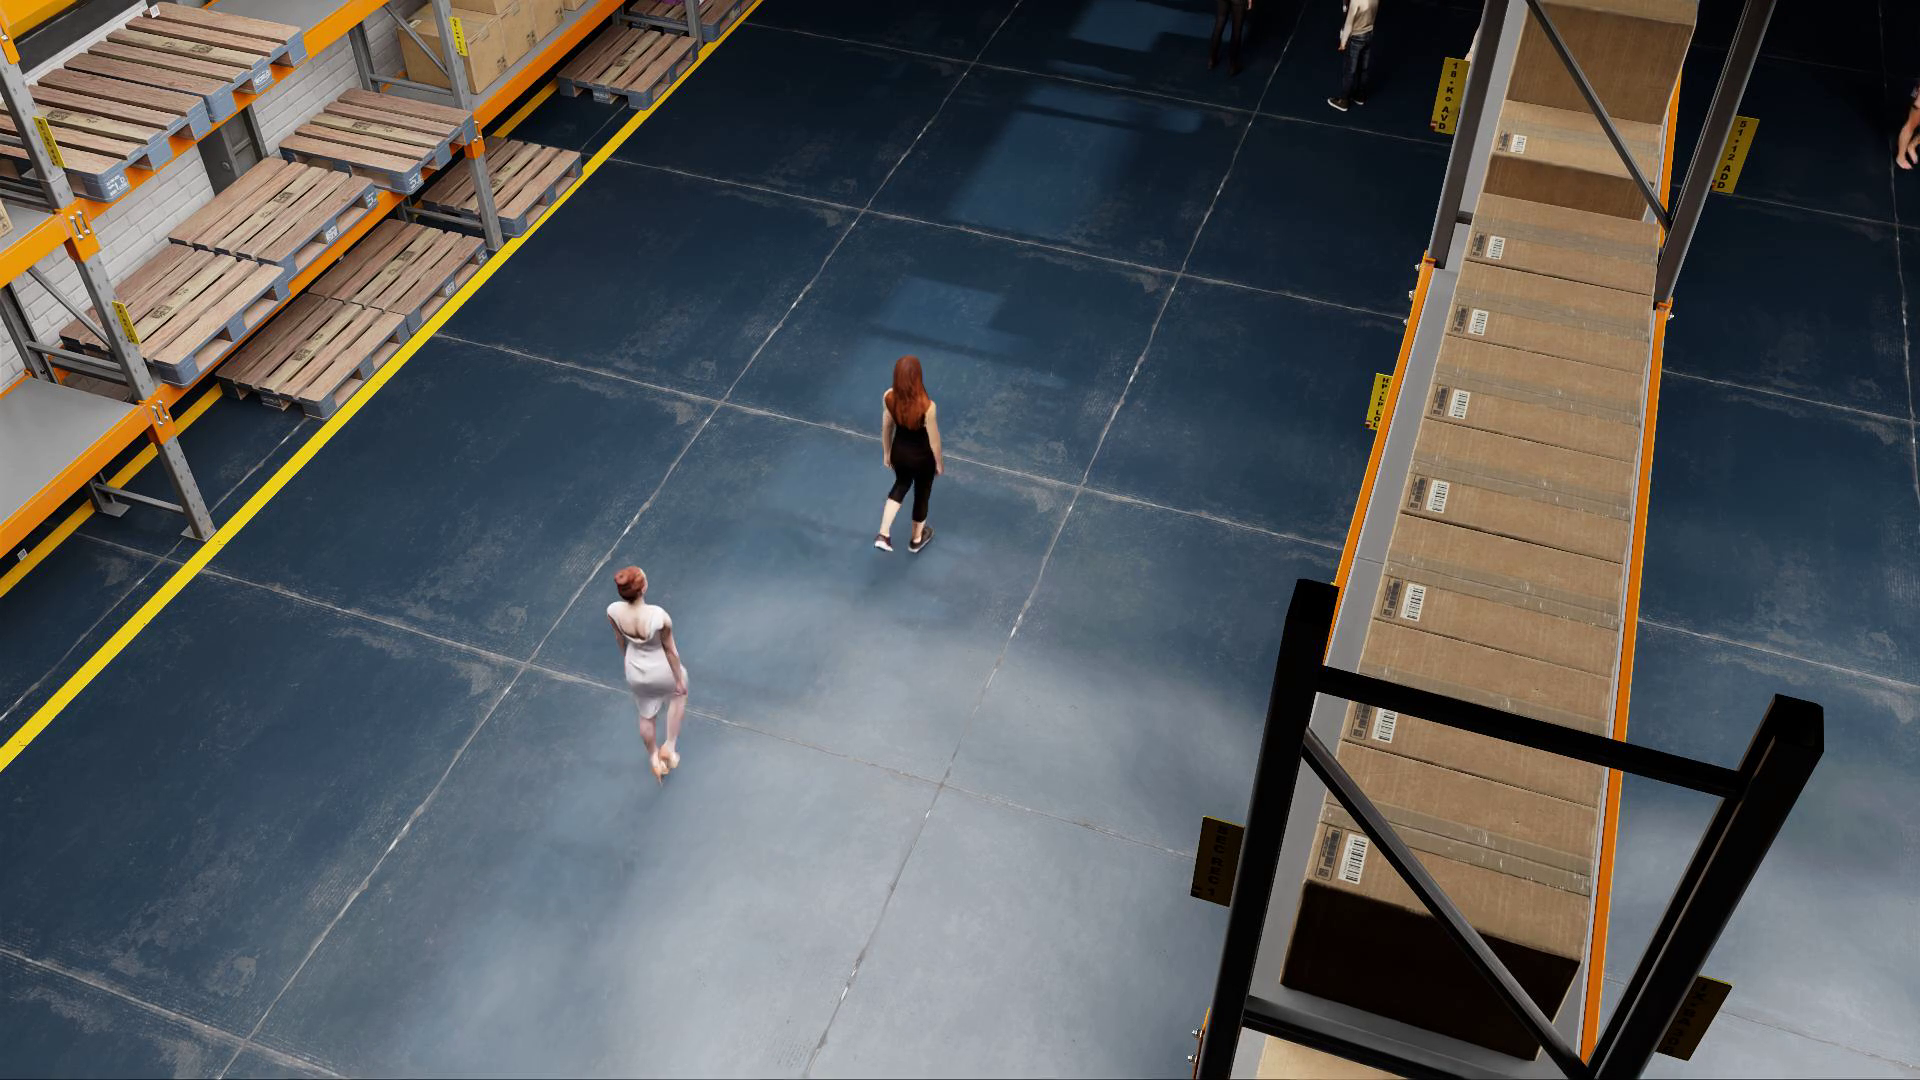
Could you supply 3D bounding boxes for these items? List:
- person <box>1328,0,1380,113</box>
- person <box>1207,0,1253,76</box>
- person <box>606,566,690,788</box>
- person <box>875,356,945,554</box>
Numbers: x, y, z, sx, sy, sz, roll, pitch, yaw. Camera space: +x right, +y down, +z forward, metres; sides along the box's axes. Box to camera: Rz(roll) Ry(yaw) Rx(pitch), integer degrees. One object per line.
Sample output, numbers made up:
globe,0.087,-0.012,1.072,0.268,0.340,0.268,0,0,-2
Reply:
person,3.906,-4.902,16.236,0.599,1.463,0.685,-27,50,-25
person,2.747,-5.489,16.725,0.625,1.639,0.590,27,50,25
person,-1.887,0.875,9.942,0.620,1.780,0.632,10,45,11
person,-0.376,-0.521,11.456,0.665,1.713,0.853,23,48,22
